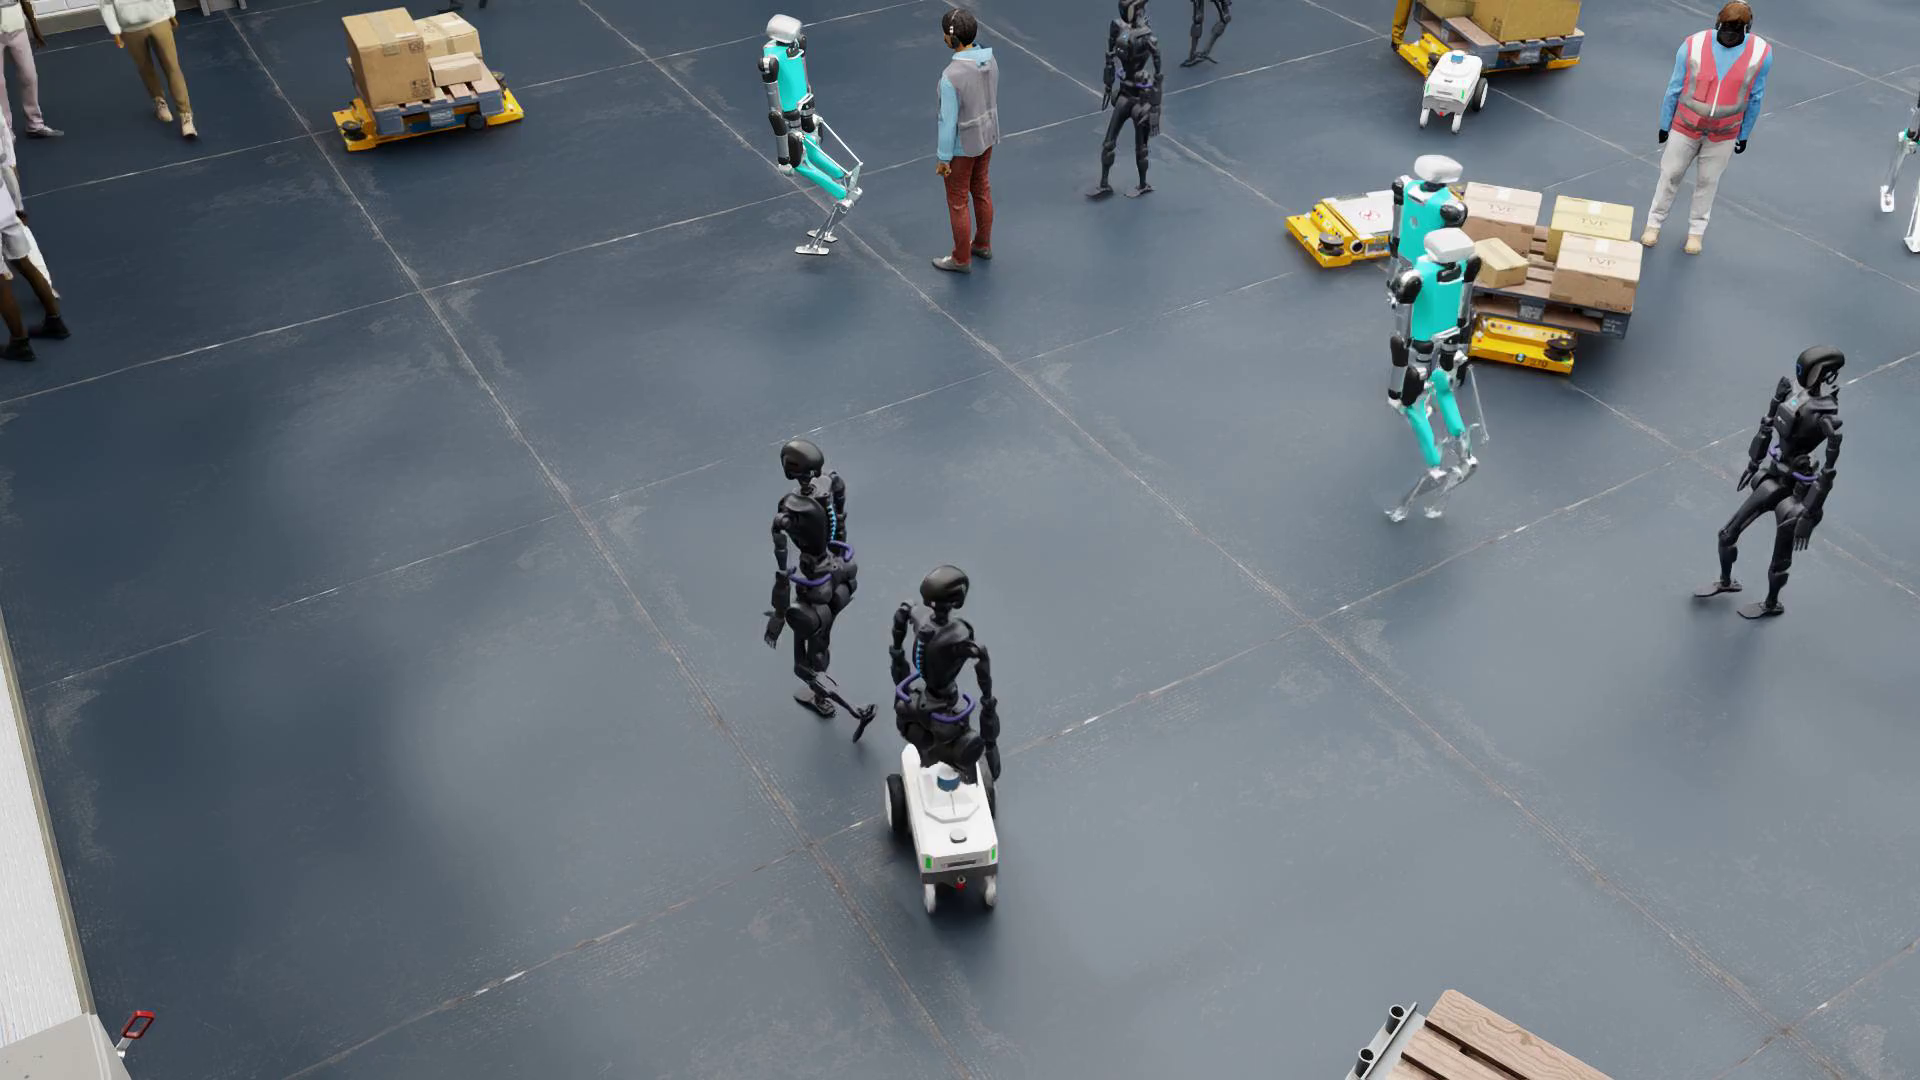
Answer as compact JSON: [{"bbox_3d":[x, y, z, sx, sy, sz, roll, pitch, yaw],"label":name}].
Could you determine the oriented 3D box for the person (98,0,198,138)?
[{"bbox_3d":[-6.519,-4.094,13.285,0.524,1.720,0.887,-16,41,-19],"label":"person"}]

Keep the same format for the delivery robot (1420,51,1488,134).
[{"bbox_3d":[4.089,-3.769,13.815,0.499,0.592,0.774,16,41,19],"label":"delivery robot"}]

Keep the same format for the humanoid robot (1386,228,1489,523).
[{"bbox_3d":[2.666,-0.791,9.123,0.530,1.804,0.667,-20,42,-23],"label":"humanoid robot"}]

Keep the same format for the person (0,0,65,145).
[{"bbox_3d":[-7.600,-3.952,13.047,0.386,1.811,0.753,27,46,30],"label":"person"}]

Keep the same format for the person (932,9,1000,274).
[{"bbox_3d":[0.050,-2.711,11.427,0.419,1.870,0.543,25,45,28],"label":"person"}]

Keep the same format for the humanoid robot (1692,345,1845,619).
[{"bbox_3d":[4.229,-0.265,8.495,0.433,1.648,0.600,-8,39,-9],"label":"humanoid robot"}]

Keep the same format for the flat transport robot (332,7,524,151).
[{"bbox_3d":[-4.413,-3.558,13.782,1.431,0.231,0.659,-17,42,-20],"label":"flat transport robot"}]

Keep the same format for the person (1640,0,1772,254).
[{"bbox_3d":[5.233,-2.894,11.690,0.628,1.835,0.431,13,40,16],"label":"person"}]

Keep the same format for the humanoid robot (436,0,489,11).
[{"bbox_3d":[-4.702,-5.706,15.357,0.535,1.636,0.615,-22,43,-25],"label":"humanoid robot"}]

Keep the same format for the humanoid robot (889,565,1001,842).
[{"bbox_3d":[-0.078,0.766,7.197,0.615,1.658,0.322,27,46,30],"label":"humanoid robot"}]

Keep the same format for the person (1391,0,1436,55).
[{"bbox_3d":[4.129,-5.133,14.581,0.527,1.750,0.343,-8,39,-10],"label":"person"}]

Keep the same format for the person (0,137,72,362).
[{"bbox_3d":[-6.197,-2.052,10.552,0.388,1.928,0.569,10,40,13],"label":"person"}]

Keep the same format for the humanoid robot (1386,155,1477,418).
[{"bbox_3d":[2.890,-1.517,10.014,0.718,1.774,0.538,-20,43,-24],"label":"humanoid robot"}]

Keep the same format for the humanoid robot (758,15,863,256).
[{"bbox_3d":[-0.958,-2.748,11.467,0.735,1.681,0.533,14,40,17],"label":"humanoid robot"}]

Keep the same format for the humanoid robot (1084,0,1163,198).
[{"bbox_3d":[1.263,-3.263,12.289,0.586,1.638,0.606,-27,45,-29],"label":"humanoid robot"}]

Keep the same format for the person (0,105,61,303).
[{"bbox_3d":[-6.592,-2.479,11.168,0.588,1.825,1.027,-29,46,-31],"label":"person"}]

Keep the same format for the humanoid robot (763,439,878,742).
[{"bbox_3d":[-0.608,0.246,7.855,0.557,1.634,0.602,21,43,24],"label":"humanoid robot"}]

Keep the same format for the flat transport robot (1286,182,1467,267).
[{"bbox_3d":[3.193,-2.319,12.218,1.431,0.231,0.659,-10,39,-12],"label":"flat transport robot"}]

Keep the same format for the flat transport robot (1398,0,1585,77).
[{"bbox_3d":[4.706,-4.354,14.785,1.431,0.231,0.659,-9,39,-11],"label":"flat transport robot"}]

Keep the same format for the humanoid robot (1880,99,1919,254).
[{"bbox_3d":[7.038,-3.028,11.965,0.535,1.770,1.021,7,39,9],"label":"humanoid robot"}]

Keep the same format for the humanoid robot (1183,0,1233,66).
[{"bbox_3d":[2.135,-4.908,14.356,0.348,1.650,0.611,-26,45,-29],"label":"humanoid robot"}]

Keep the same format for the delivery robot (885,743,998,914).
[{"bbox_3d":[-0.055,1.243,7.506,0.499,0.611,0.814,-6,39,-8],"label":"delivery robot"}]

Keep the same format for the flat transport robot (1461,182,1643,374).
[{"bbox_3d":[3.901,-1.620,11.335,0.659,0.231,1.431,13,40,16],"label":"flat transport robot"}]
